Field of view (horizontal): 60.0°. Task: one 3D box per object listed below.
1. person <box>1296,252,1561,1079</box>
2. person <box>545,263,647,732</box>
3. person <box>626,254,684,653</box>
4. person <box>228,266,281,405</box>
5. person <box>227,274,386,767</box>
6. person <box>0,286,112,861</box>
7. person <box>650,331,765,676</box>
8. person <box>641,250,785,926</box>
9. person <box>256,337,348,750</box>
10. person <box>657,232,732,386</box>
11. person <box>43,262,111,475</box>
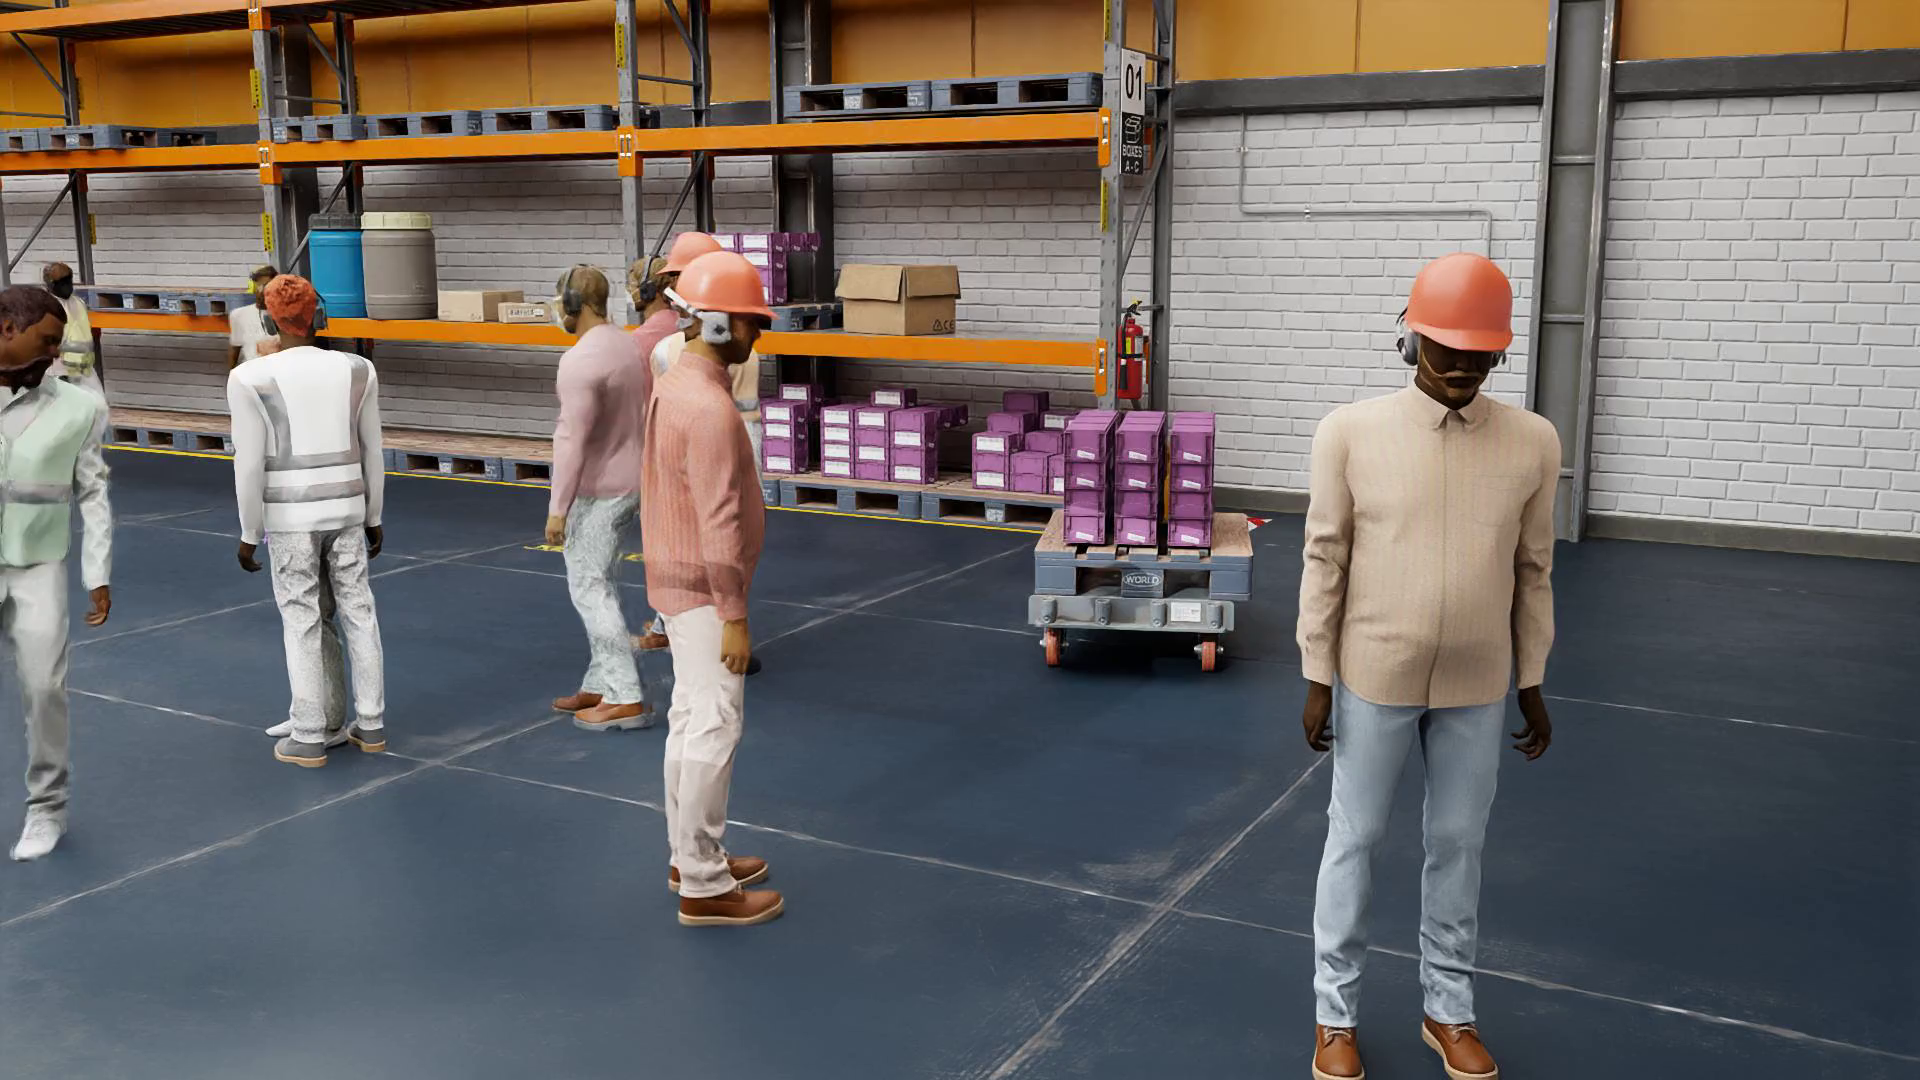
[{"bbox_3d":[1.101,0.327,3.927,0.608,1.987,0.394,0,10,-1],"label":"person"},{"bbox_3d":[-1.502,-0.179,6.904,0.426,1.910,0.662,1,10,7],"label":"person"},{"bbox_3d":[-1.464,-0.415,8.130,0.372,1.940,0.631,2,10,8],"label":"person"},{"bbox_3d":[-5.196,-1.138,12.452,0.511,1.820,0.916,-6,12,-31],"label":"person"},{"bbox_3d":[-2.484,-0.068,6.383,0.575,1.882,0.359,-10,14,-43],"label":"person"},{"bbox_3d":[-3.118,0.116,5.441,0.654,1.868,0.438,-9,13,-40],"label":"person"},{"bbox_3d":[-1.132,-0.313,7.611,0.549,1.927,0.393,5,11,24],"label":"person"},{"bbox_3d":[-0.724,0.150,4.916,0.413,1.984,0.624,-4,11,-19],"label":"person"},{"bbox_3d":[-2.606,0.020,6.561,0.308,1.642,0.510,-6,12,-31],"label":"person"},{"bbox_3d":[-1.167,-0.378,7.639,0.397,2.043,0.609,-1,10,-5],"label":"person"},{"bbox_3d":[-7.363,-1.385,13.784,0.495,1.818,0.638,2,11,13],"label":"person"}]
